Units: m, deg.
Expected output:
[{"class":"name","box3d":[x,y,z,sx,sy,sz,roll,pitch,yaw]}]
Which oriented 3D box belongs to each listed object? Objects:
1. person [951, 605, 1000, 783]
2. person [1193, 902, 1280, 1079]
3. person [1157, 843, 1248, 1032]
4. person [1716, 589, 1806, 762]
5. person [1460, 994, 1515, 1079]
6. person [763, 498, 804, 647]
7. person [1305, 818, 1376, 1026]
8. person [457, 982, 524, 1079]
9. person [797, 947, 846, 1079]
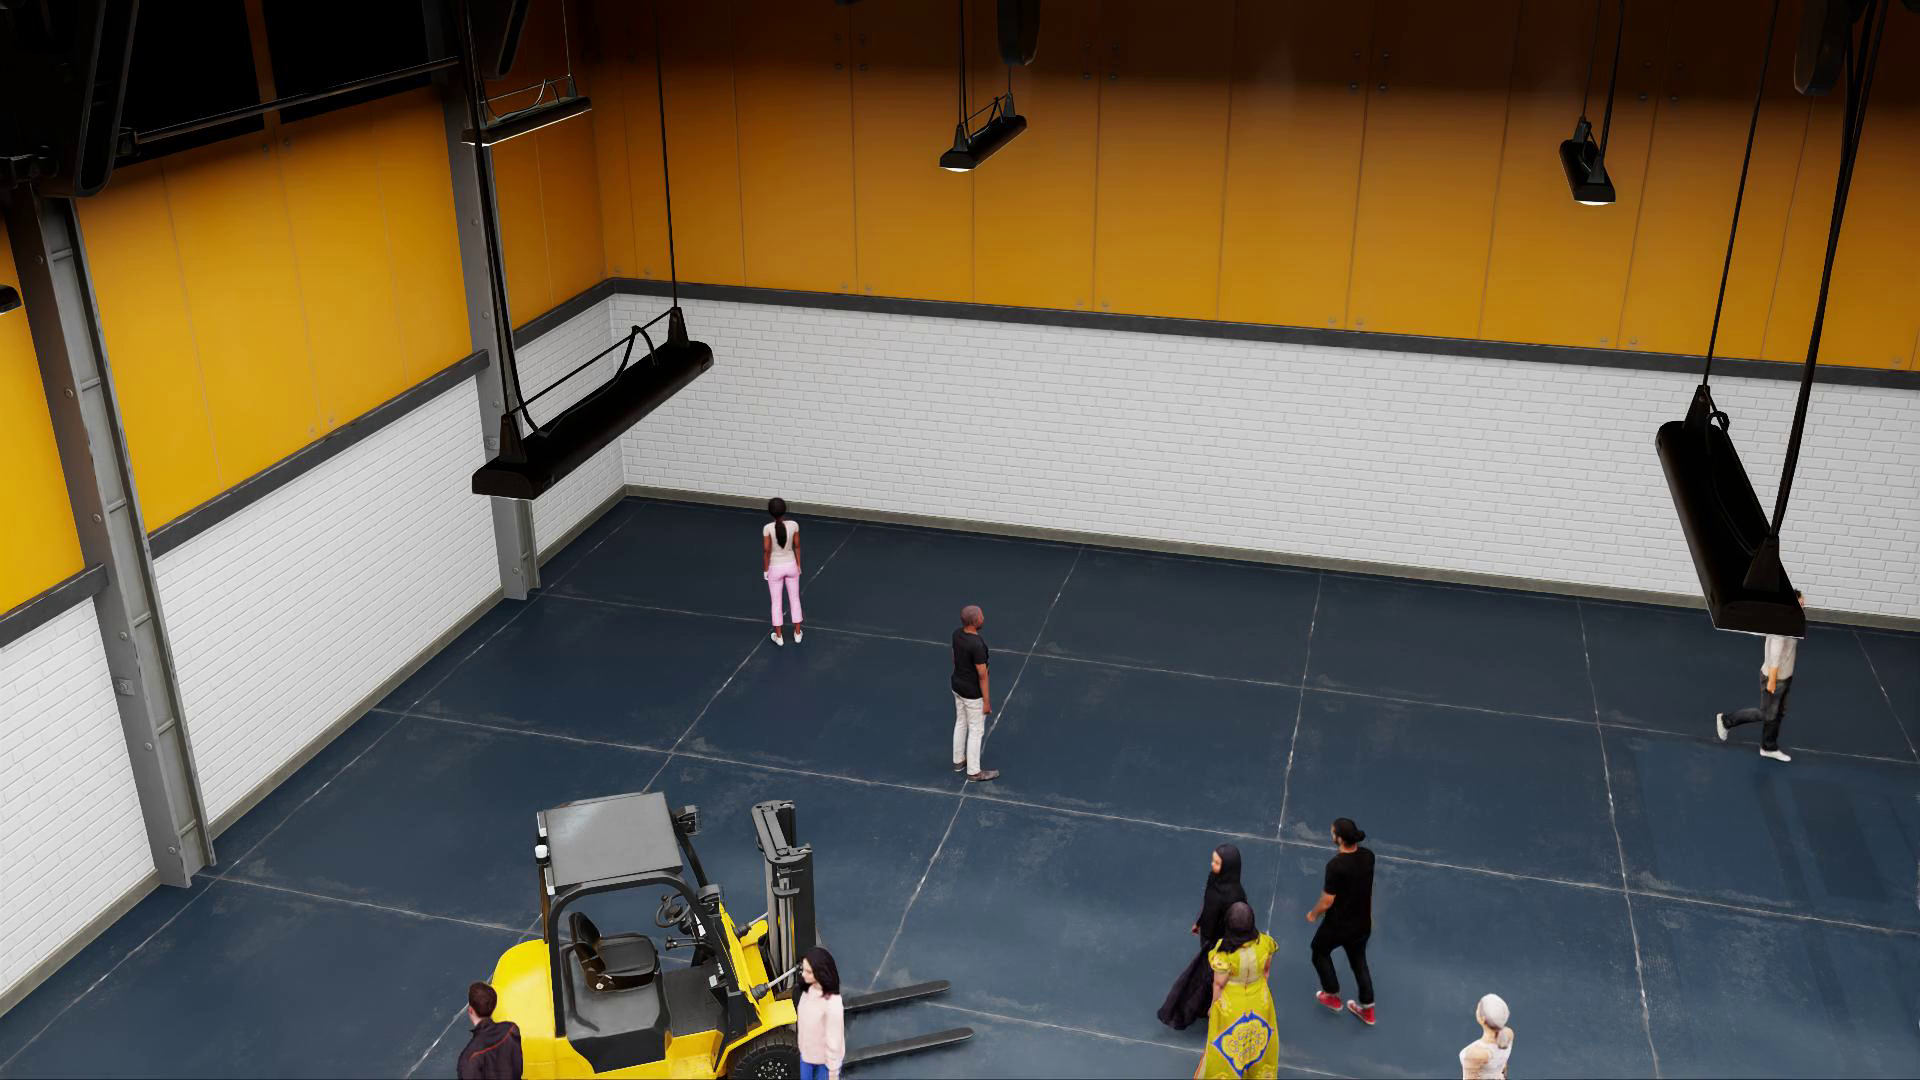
[{"class":"person","box3d":[0.097,1.444,15.882,0.807,1.805,0.760,-15,28,-30]},{"class":"person","box3d":[1.988,3.294,11.831,1.007,1.658,1.035,-9,25,-19]},{"class":"person","box3d":[2.055,2.980,12.602,0.959,1.616,1.119,-4,24,-8]},{"class":"person","box3d":[7.873,1.294,16.236,0.928,1.796,1.000,15,28,31]},{"class":"person","box3d":[3.474,3.743,10.785,1.109,1.673,1.118,-15,28,-31]},{"class":"person","box3d":[-1.974,0.334,18.498,0.662,1.742,0.686,-8,25,-18]},{"class":"person","box3d":[2.937,2.939,12.570,0.871,1.717,0.926,-11,26,-24]},{"class":"person","box3d":[-2.913,3.716,10.590,0.880,1.879,0.802,10,25,21]},{"class":"person","box3d":[-0.859,3.488,11.271,1.027,1.751,0.980,-12,26,-25]}]
